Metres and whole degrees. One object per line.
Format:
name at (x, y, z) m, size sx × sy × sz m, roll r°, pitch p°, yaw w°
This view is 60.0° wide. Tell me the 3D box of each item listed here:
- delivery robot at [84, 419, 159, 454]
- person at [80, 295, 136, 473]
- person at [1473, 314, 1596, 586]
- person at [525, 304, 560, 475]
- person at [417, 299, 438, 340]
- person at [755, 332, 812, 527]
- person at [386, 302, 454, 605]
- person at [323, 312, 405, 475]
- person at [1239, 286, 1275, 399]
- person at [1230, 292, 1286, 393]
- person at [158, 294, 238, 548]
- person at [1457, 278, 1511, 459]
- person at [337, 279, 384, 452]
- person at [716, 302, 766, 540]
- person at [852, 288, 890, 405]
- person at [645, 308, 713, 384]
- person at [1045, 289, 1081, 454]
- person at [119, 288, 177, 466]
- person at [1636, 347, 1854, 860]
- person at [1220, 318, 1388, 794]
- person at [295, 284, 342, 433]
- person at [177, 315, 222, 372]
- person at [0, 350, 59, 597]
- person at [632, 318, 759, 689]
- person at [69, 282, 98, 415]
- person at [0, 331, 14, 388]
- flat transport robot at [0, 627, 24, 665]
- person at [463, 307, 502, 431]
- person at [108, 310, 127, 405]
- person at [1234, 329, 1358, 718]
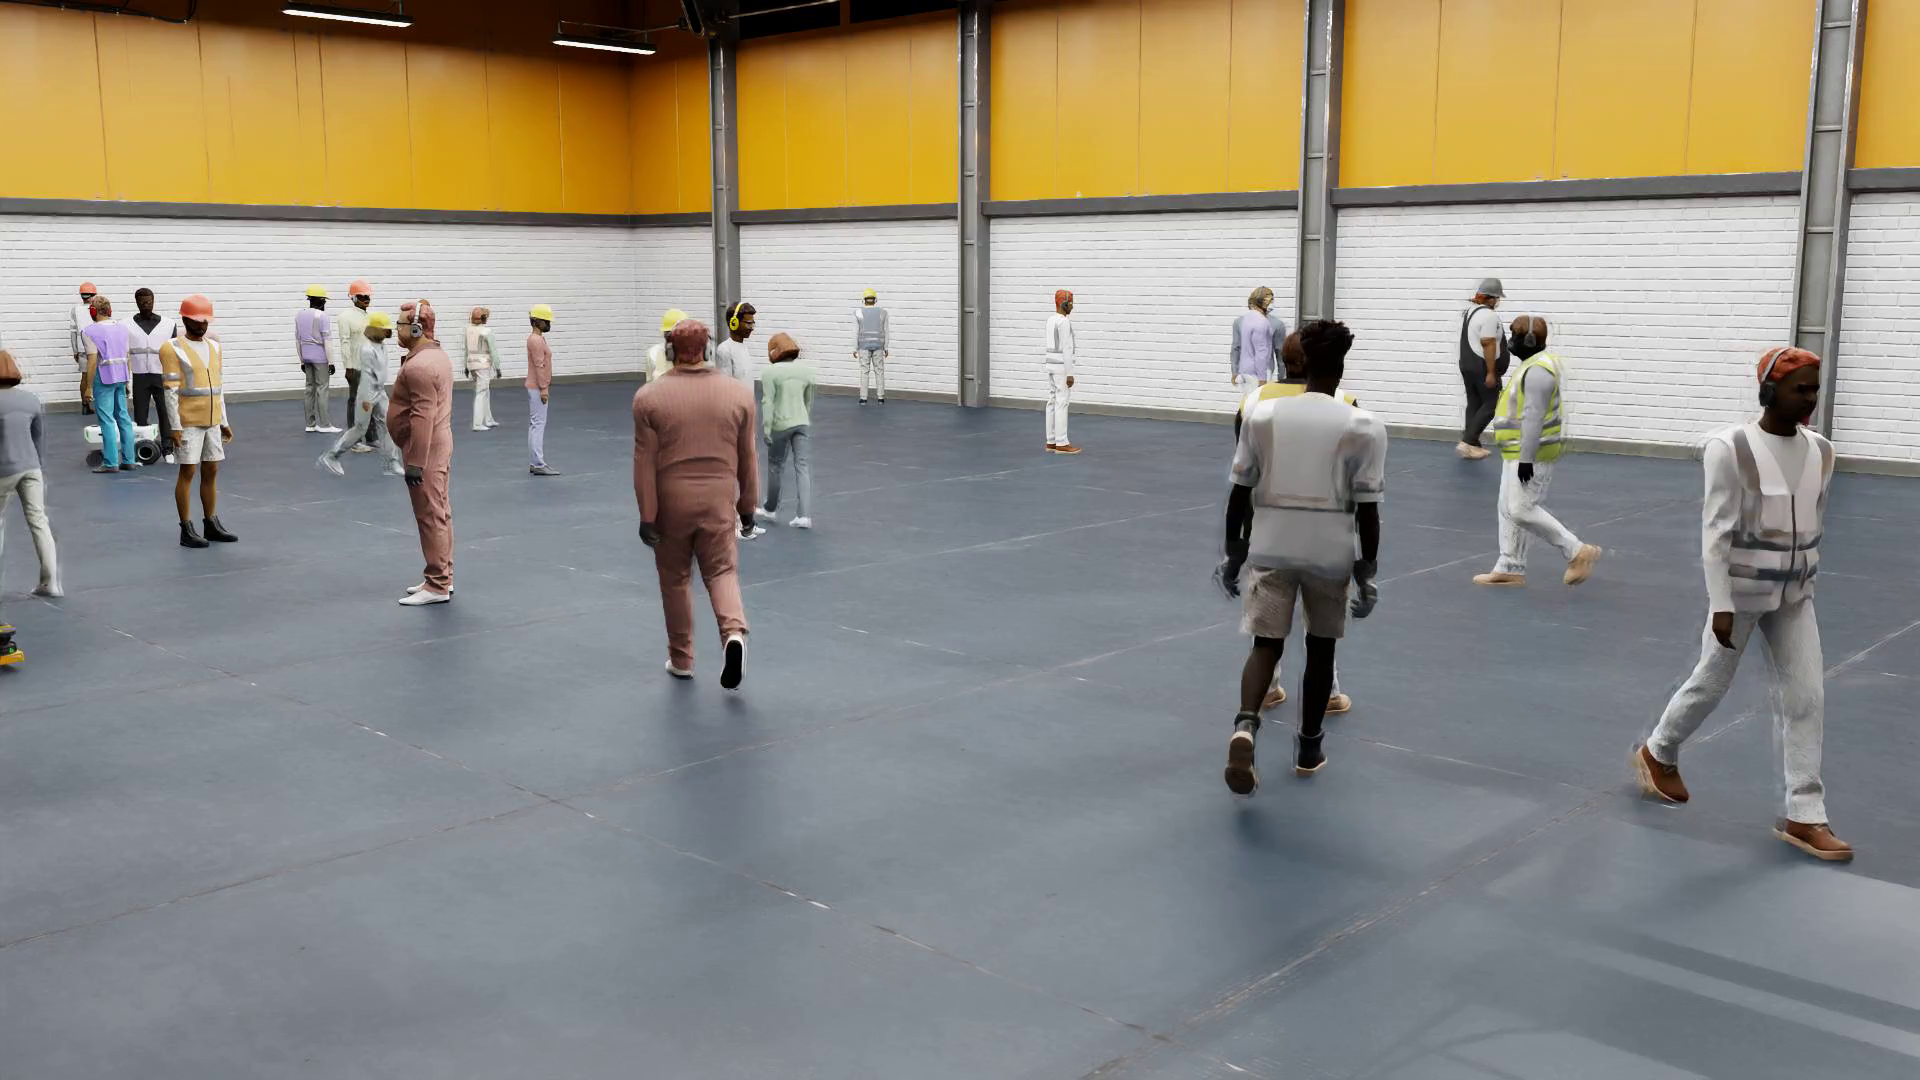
delivery robot at (-9.087, -1.136, 18.034) m, size 0.707 × 0.478 × 0.477 m, roll -4°, pitch 10°, yaw -22°
person at (-8.842, -1.612, 17.293) m, size 0.372 × 1.843 × 0.570 m, roll 3°, pitch 10°, yaw 16°
person at (3.803, -0.565, 10.933) m, size 0.657 × 1.826 × 0.632 m, roll 2°, pitch 9°, yaw 12°
person at (-4.313, -1.545, 17.153) m, size 0.328 × 1.759 × 0.524 m, roll -3°, pitch 10°, yaw -19°
person at (-8.640, -3.068, 26.870) m, size 0.497 × 1.632 × 0.289 m, roll 4°, pitch 10°, yaw 22°
person at (-1.463, -0.913, 13.750) m, size 0.516 × 1.585 × 0.796 m, roll -7°, pitch 11°, yaw -35°
person at (-3.420, -0.547, 10.566) m, size 0.409 × 1.913 × 0.642 m, roll -1°, pitch 9°, yaw -9°
person at (-6.095, -1.492, 17.020) m, size 0.828 × 1.696 × 0.503 m, roll 1°, pitch 9°, yaw 7°
person at (3.207, -1.770, 17.987) m, size 0.369 × 1.936 × 0.630 m, roll 0°, pitch 9°, yaw -2°
person at (3.472, -1.952, 19.309) m, size 0.622 × 1.890 × 1.028 m, roll 5°, pitch 11°, yaw 30°
person at (-5.817, -0.912, 12.748) m, size 0.374 × 1.928 × 0.542 m, roll 4°, pitch 10°, yaw 23°
person at (5.838, -1.913, 18.539) m, size 0.535 × 2.000 × 0.744 m, roll -1°, pitch 9°, yaw -6°
person at (-6.945, -2.024, 19.360) m, size 0.375 × 1.995 × 0.611 m, roll 4°, pitch 10°, yaw 22°
person at (-1.734, -0.939, 13.117) m, size 0.329 × 1.865 × 0.508 m, roll 1°, pitch 9°, yaw 9°
person at (-1.394, -3.019, 25.968) m, size 0.588 × 1.829 × 0.404 m, roll -2°, pitch 9°, yaw -12°
person at (-2.301, -1.024, 13.815) m, size 0.584 × 1.803 × 0.625 m, roll 3°, pitch 10°, yaw 17°
person at (1.169, -1.937, 19.164) m, size 0.355 × 1.887 × 0.573 m, roll -3°, pitch 10°, yaw -19°
person at (-8.763, -1.763, 18.004) m, size 0.600 × 1.915 × 0.376 m, roll -5°, pitch 10°, yaw -27°
person at (2.979, 0.190, 6.271) m, size 0.577 × 1.846 × 0.951 m, roll -2°, pitch 9°, yaw -12°
person at (1.349, 0.078, 6.703) m, size 0.669 × 1.928 × 0.869 m, roll 4°, pitch 10°, yaw 22°
person at (-8.307, -2.339, 21.512) m, size 0.594 × 1.921 × 0.375 m, roll 5°, pitch 10°, yaw 28°
person at (-8.558, -1.798, 18.678) m, size 0.533 × 1.768 × 0.311 m, roll 0°, pitch 9°, yaw 2°
person at (-6.208, -0.427, 10.781) m, size 0.807 × 1.595 × 0.535 m, roll 4°, pitch 10°, yaw 23°
person at (-1.320, -0.177, 8.400) m, size 0.646 × 1.880 × 0.775 m, roll -4°, pitch 10°, yaw -22°
person at (-12.611, -2.776, 24.179) m, size 0.545 × 1.929 × 0.386 m, roll 0°, pitch 9°, yaw 0°
person at (-11.912, -2.138, 20.504) m, size 0.390 × 1.851 × 0.522 m, roll 0°, pitch 9°, yaw 1°
flat transport robot at (-5.704, 0.526, 8.998) m, size 1.431 × 0.197 × 0.652 m, roll 8°, pitch 12°, yaw 40°
person at (-6.226, -2.248, 21.892) m, size 0.536 × 1.613 × 0.689 m, roll 6°, pitch 11°, yaw 33°
person at (-12.453, -2.654, 24.313) m, size 0.310 × 1.638 × 0.523 m, roll 6°, pitch 11°, yaw 31°
person at (1.618, -0.080, 7.921) m, size 0.623 × 1.841 × 0.430 m, roll 6°, pitch 11°, yaw 34°
